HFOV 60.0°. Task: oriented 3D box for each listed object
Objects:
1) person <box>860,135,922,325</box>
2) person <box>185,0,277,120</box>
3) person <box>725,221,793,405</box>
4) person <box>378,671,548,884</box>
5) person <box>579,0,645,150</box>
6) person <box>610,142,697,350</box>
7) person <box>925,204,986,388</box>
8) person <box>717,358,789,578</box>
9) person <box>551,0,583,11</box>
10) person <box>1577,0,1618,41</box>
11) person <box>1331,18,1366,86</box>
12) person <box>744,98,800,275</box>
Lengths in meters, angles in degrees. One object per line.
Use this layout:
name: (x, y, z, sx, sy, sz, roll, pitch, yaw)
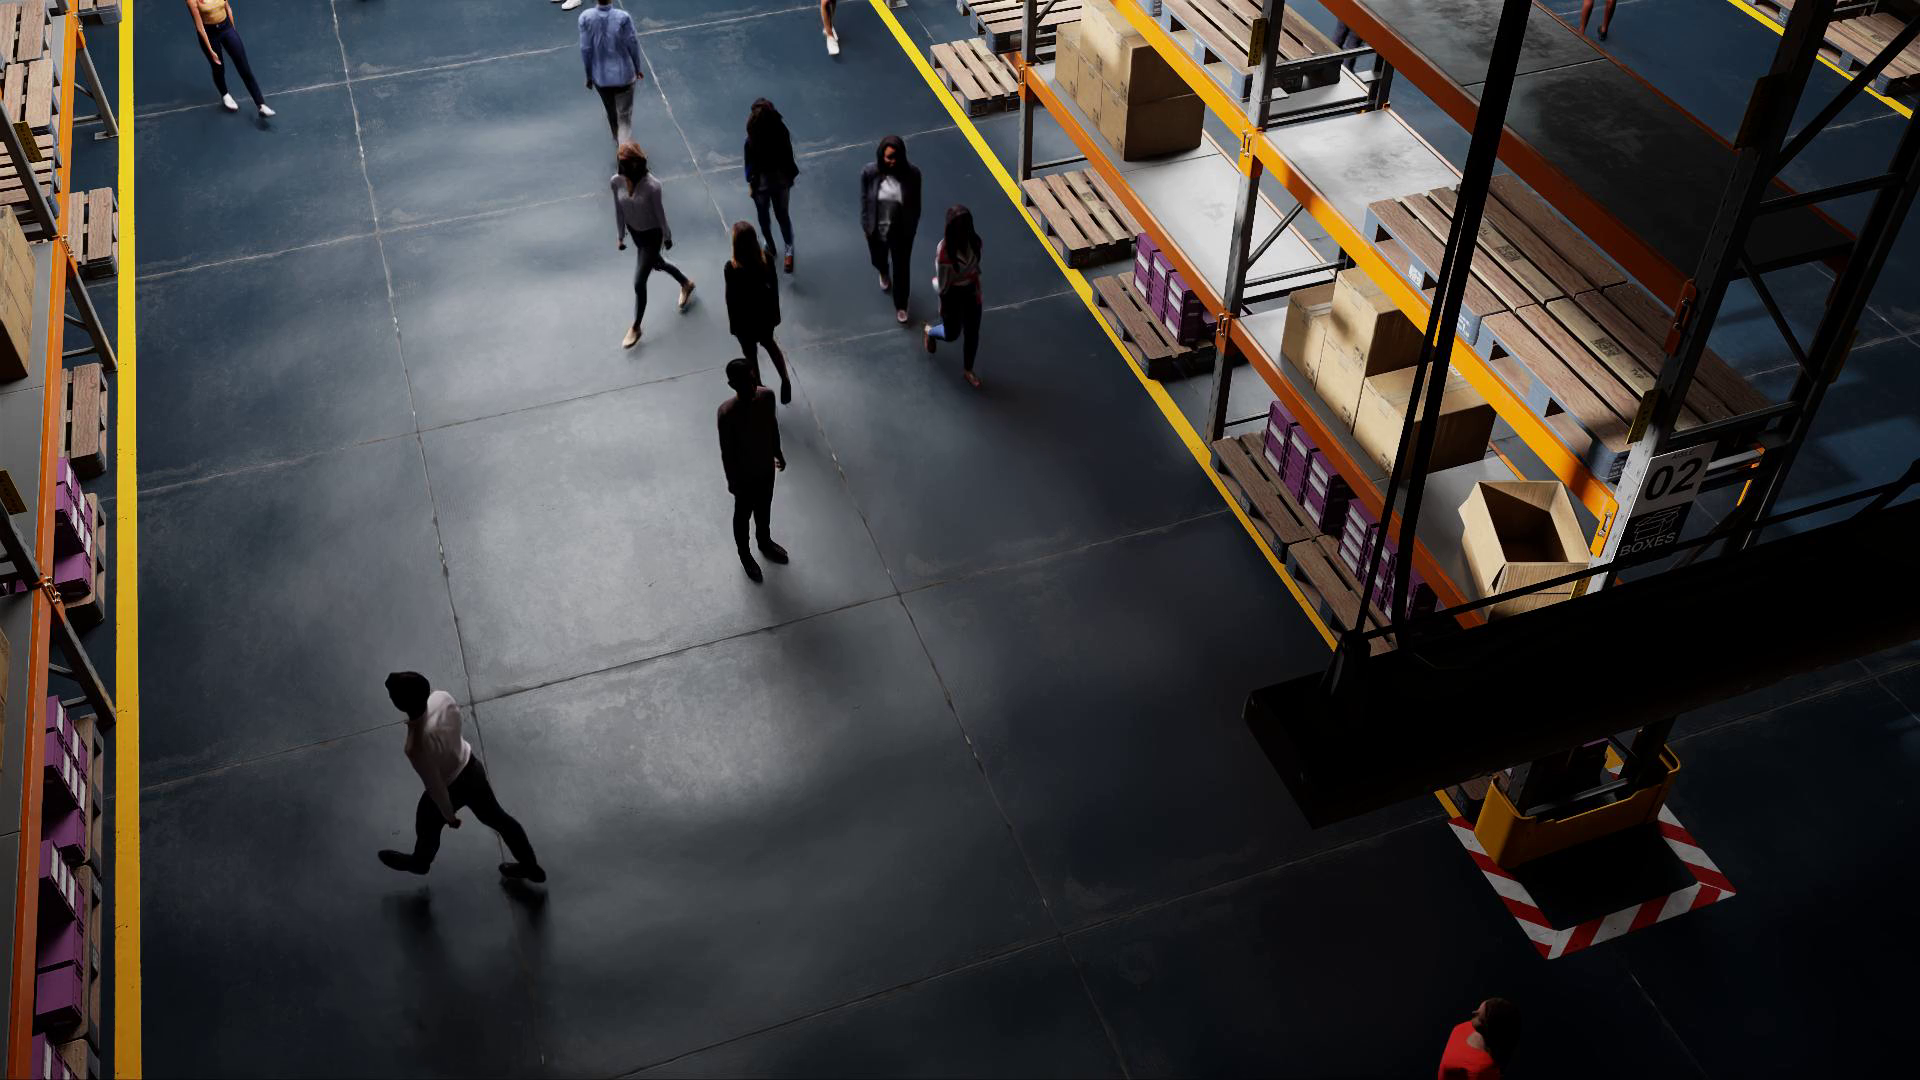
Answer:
person: (-0.589, -2.654, 13.859, 0.863, 1.584, 1.073, -1, 44, -1)
person: (-7.275, -4.891, 16.204, 1.156, 1.589, 0.890, 34, 53, 31)
person: (-1.542, -1.668, 12.764, 0.659, 1.667, 0.825, -25, 49, -24)
person: (-2.782, 1.399, 9.435, 1.160, 1.818, 1.238, 10, 45, 11)
person: (-3.205, -4.248, 15.331, 0.880, 1.862, 1.101, -1, 44, -1)
person: (-2.513, -2.500, 13.585, 1.158, 1.740, 1.172, 20, 47, 20)
person: (-0.050, -1.965, 13.125, 0.737, 1.599, 0.932, -27, 50, -25)
person: (-1.442, -0.527, 11.493, 0.714, 1.768, 0.678, -27, 50, -25)
person: (-4.335, -6.585, 17.898, 0.731, 1.705, 0.556, -28, 50, -26)
person: (6.755, -6.054, 17.315, 0.647, 1.740, 0.597, -4, 44, -4)
person: (3.918, -5.344, 16.460, 0.696, 1.892, 0.512, -18, 46, -18)
person: (-1.601, -3.002, 14.216, 0.618, 1.596, 0.979, -14, 45, -14)
